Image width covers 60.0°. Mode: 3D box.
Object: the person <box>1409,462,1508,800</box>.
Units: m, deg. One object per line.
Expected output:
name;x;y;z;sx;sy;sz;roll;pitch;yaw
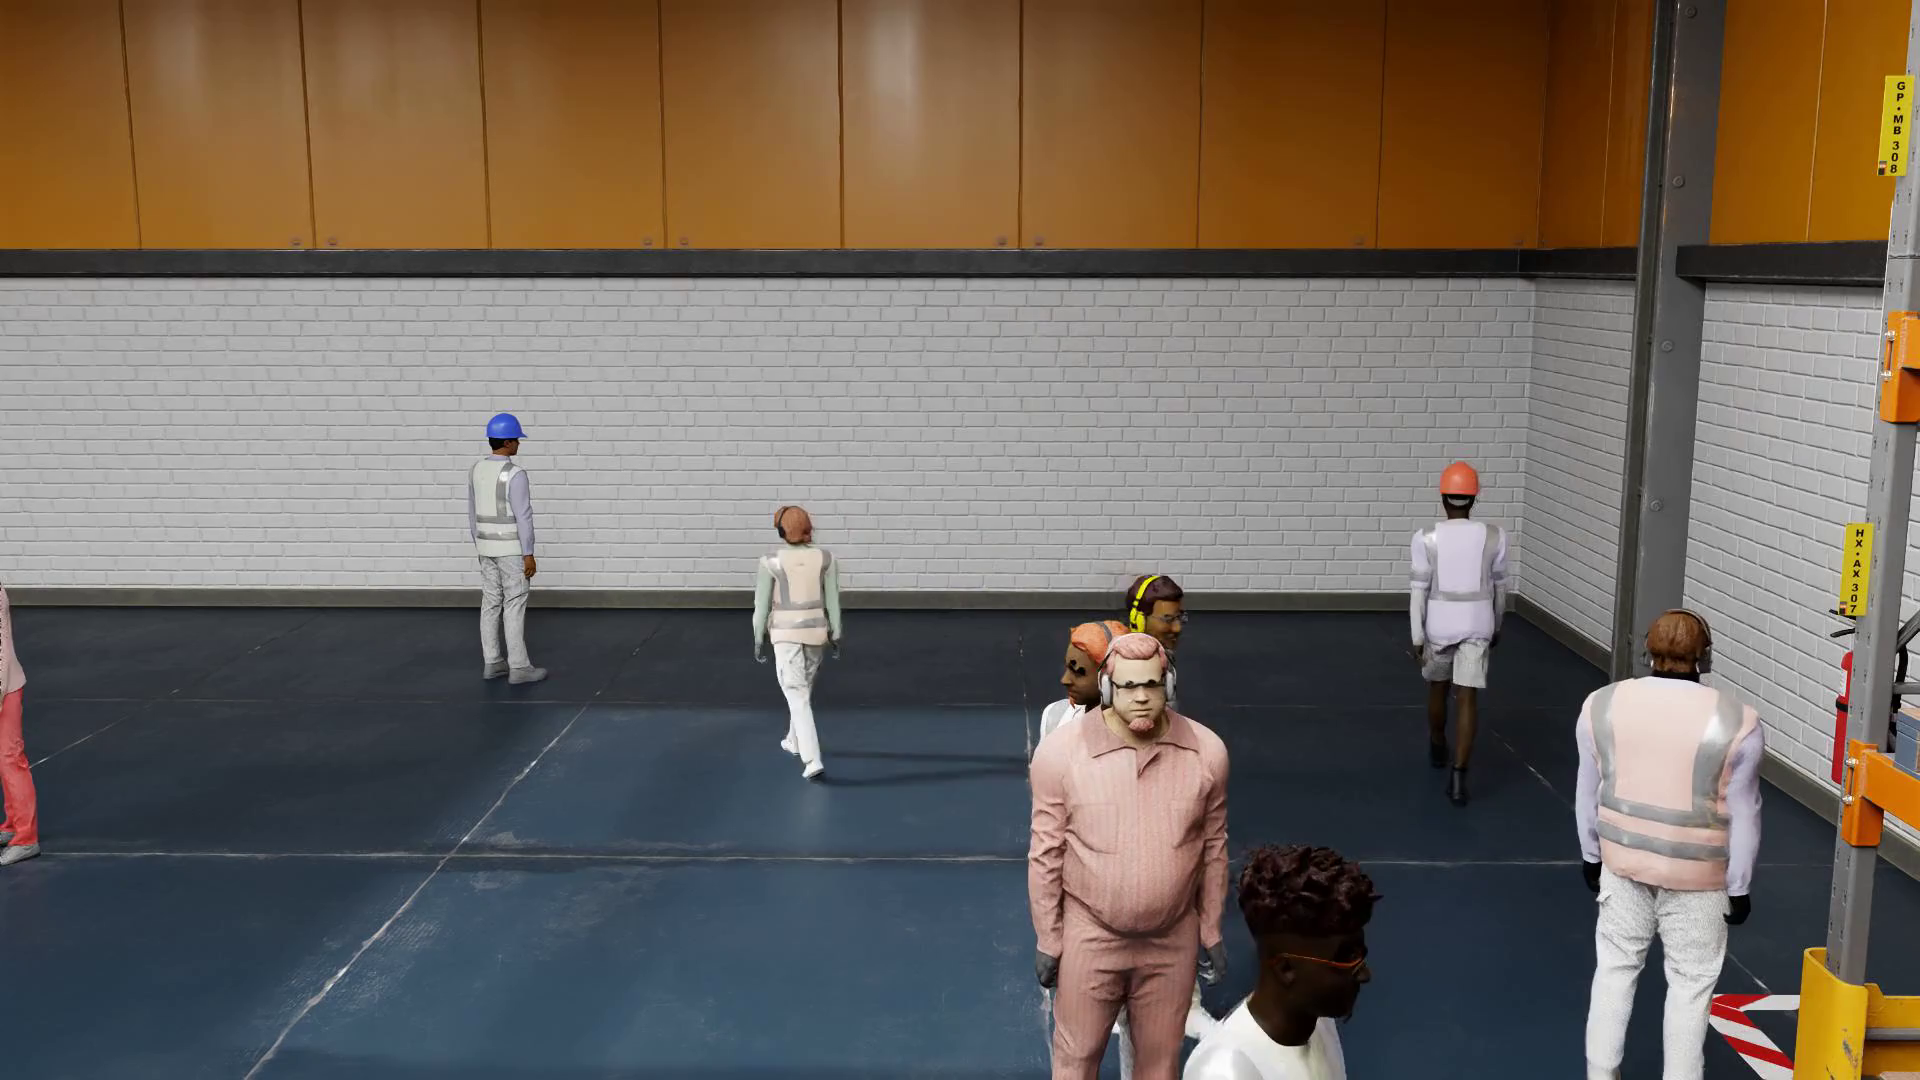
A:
person;2.859;0.498;9.585;0.543;1.887;1.018;3;10;16

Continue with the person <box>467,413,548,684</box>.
person;-3.275;0.059;11.996;0.617;1.946;0.396;7;12;36

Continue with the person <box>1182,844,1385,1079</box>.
person;0.580;1.521;3.233;0.466;1.946;0.629;5;11;28

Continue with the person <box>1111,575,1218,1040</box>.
person;0.754;1.054;6.374;0.809;1.842;0.535;8;13;41

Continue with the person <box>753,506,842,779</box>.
person;-0.954;0.590;9.885;0.523;1.592;0.862;-5;11;-28

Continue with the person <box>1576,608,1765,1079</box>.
person;2.473;1.148;5.847;0.626;1.834;0.429;8;13;41

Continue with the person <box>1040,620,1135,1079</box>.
person;0.470;1.180;5.480;0.576;1.881;0.354;9;13;43

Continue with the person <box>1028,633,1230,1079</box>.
person;0.533;1.221;5.160;0.642;1.909;0.399;-1;10;-8

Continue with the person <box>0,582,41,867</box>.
person;-4.878;0.760;8.352;0.330;1.765;0.526;-6;11;-34
